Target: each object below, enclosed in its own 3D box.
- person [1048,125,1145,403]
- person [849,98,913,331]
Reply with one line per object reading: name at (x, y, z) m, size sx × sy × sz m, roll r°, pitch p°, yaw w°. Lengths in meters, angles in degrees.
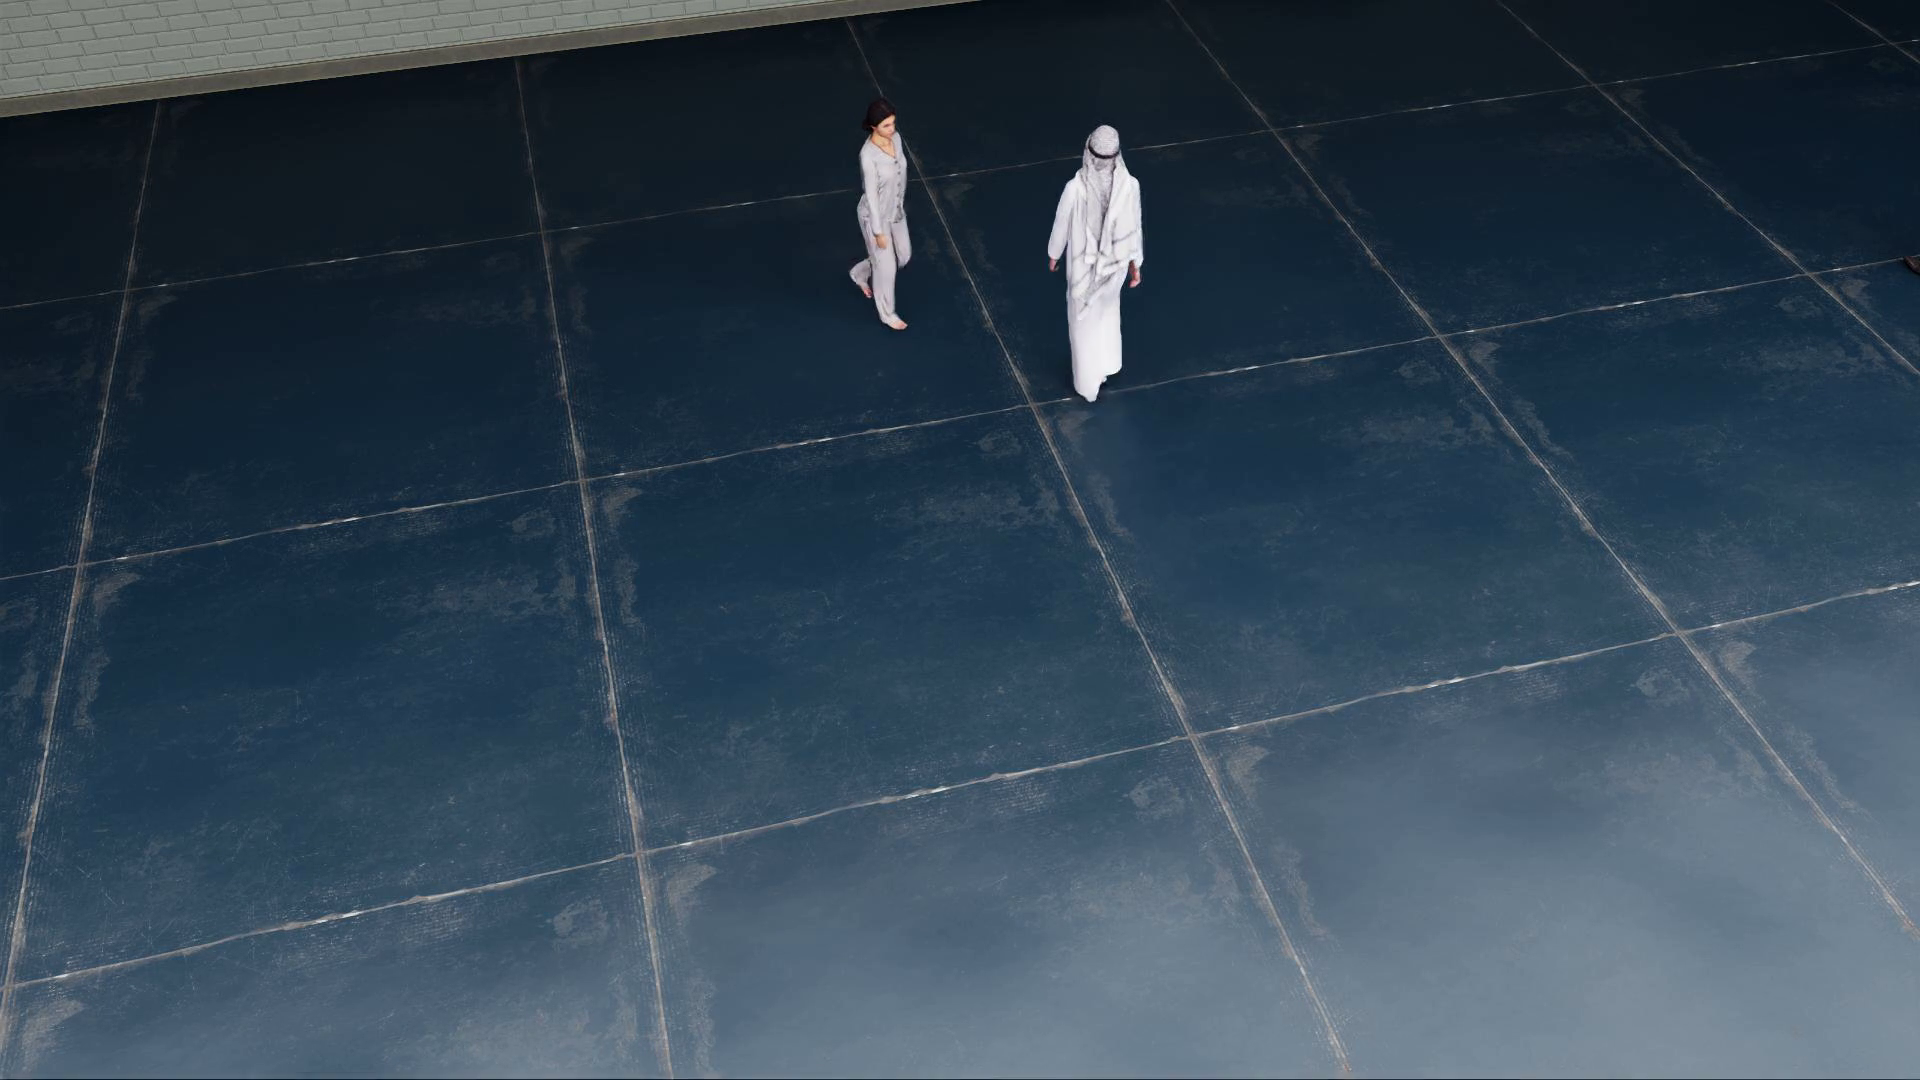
person at (0.890, -1.675, 10.583) m, size 0.733 × 1.908 × 0.760 m, roll -10°, pitch 44°, yaw -10°
person at (-0.599, -2.227, 11.283) m, size 0.911 × 1.759 × 0.838 m, roll 21°, pitch 47°, yaw 21°
